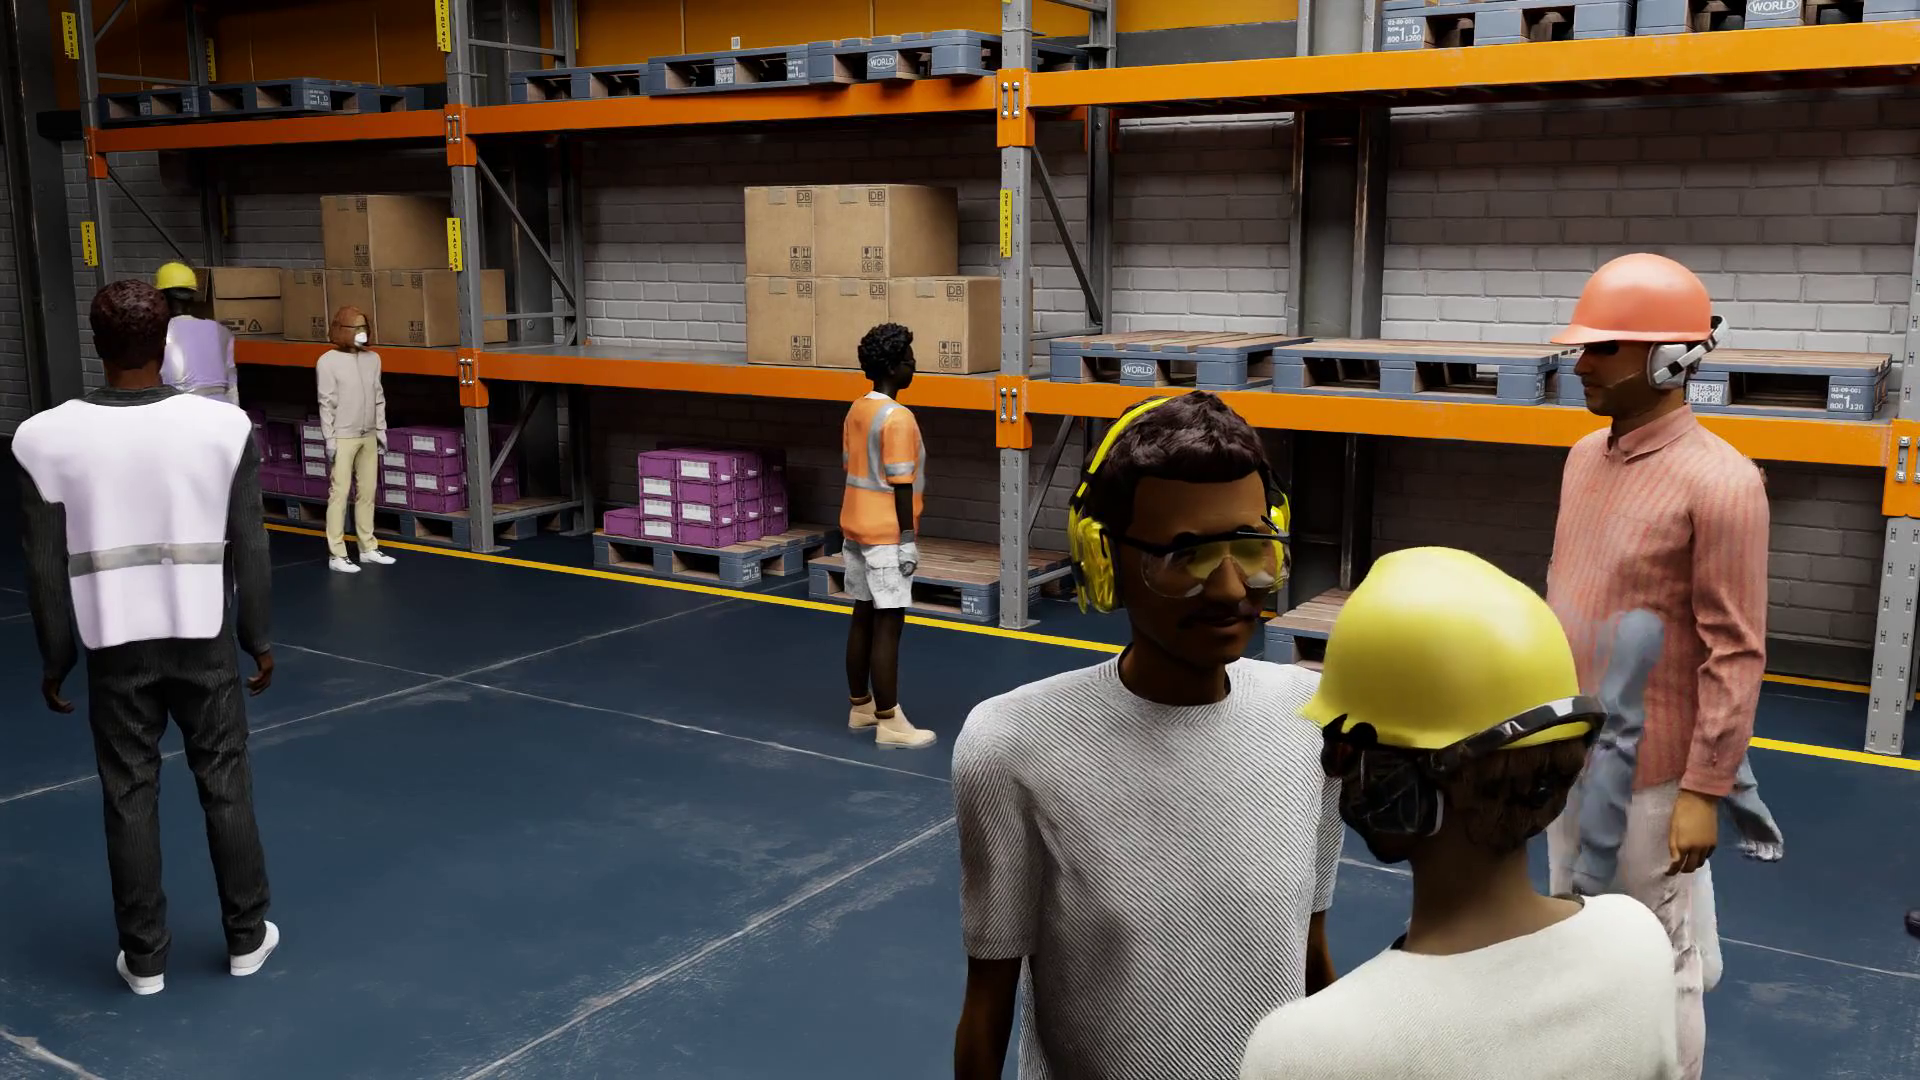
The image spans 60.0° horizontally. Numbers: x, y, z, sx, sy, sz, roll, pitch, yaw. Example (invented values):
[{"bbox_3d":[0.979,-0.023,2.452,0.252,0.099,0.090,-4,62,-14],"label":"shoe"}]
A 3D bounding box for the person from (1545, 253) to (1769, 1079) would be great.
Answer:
[{"bbox_3d":[1.361,0.419,3.433,0.385,1.993,0.624,-2,10,-11],"label":"person"}]

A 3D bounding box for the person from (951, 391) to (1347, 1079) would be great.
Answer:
[{"bbox_3d":[0.234,0.765,1.868,0.514,1.872,0.328,-4,11,-22],"label":"person"}]

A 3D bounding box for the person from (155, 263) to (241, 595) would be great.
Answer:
[{"bbox_3d":[-4.396,-0.622,9.522,0.648,1.891,0.596,4,11,23],"label":"person"}]

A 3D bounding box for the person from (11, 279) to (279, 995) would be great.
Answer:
[{"bbox_3d":[-2.155,0.271,4.468,0.590,1.920,0.399,-4,11,-23],"label":"person"}]

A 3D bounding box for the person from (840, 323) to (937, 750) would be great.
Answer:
[{"bbox_3d":[-0.306,-0.017,6.677,0.322,1.696,0.536,-5,11,-24],"label":"person"}]

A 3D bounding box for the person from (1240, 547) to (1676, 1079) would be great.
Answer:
[{"bbox_3d":[0.427,0.880,1.544,0.526,1.760,0.341,-7,12,-32],"label":"person"}]

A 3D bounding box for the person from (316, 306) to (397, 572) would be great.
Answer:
[{"bbox_3d":[-3.720,-0.618,10.215,0.284,1.625,0.492,5,11,24],"label":"person"}]

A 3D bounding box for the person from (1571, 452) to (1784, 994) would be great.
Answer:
[{"bbox_3d":[1.418,0.601,3.482,0.458,1.613,0.517,8,13,36],"label":"person"}]

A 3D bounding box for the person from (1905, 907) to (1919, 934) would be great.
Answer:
[{"bbox_3d":[2.926,0.251,4.545,0.634,1.919,0.558,2,10,12],"label":"person"}]
